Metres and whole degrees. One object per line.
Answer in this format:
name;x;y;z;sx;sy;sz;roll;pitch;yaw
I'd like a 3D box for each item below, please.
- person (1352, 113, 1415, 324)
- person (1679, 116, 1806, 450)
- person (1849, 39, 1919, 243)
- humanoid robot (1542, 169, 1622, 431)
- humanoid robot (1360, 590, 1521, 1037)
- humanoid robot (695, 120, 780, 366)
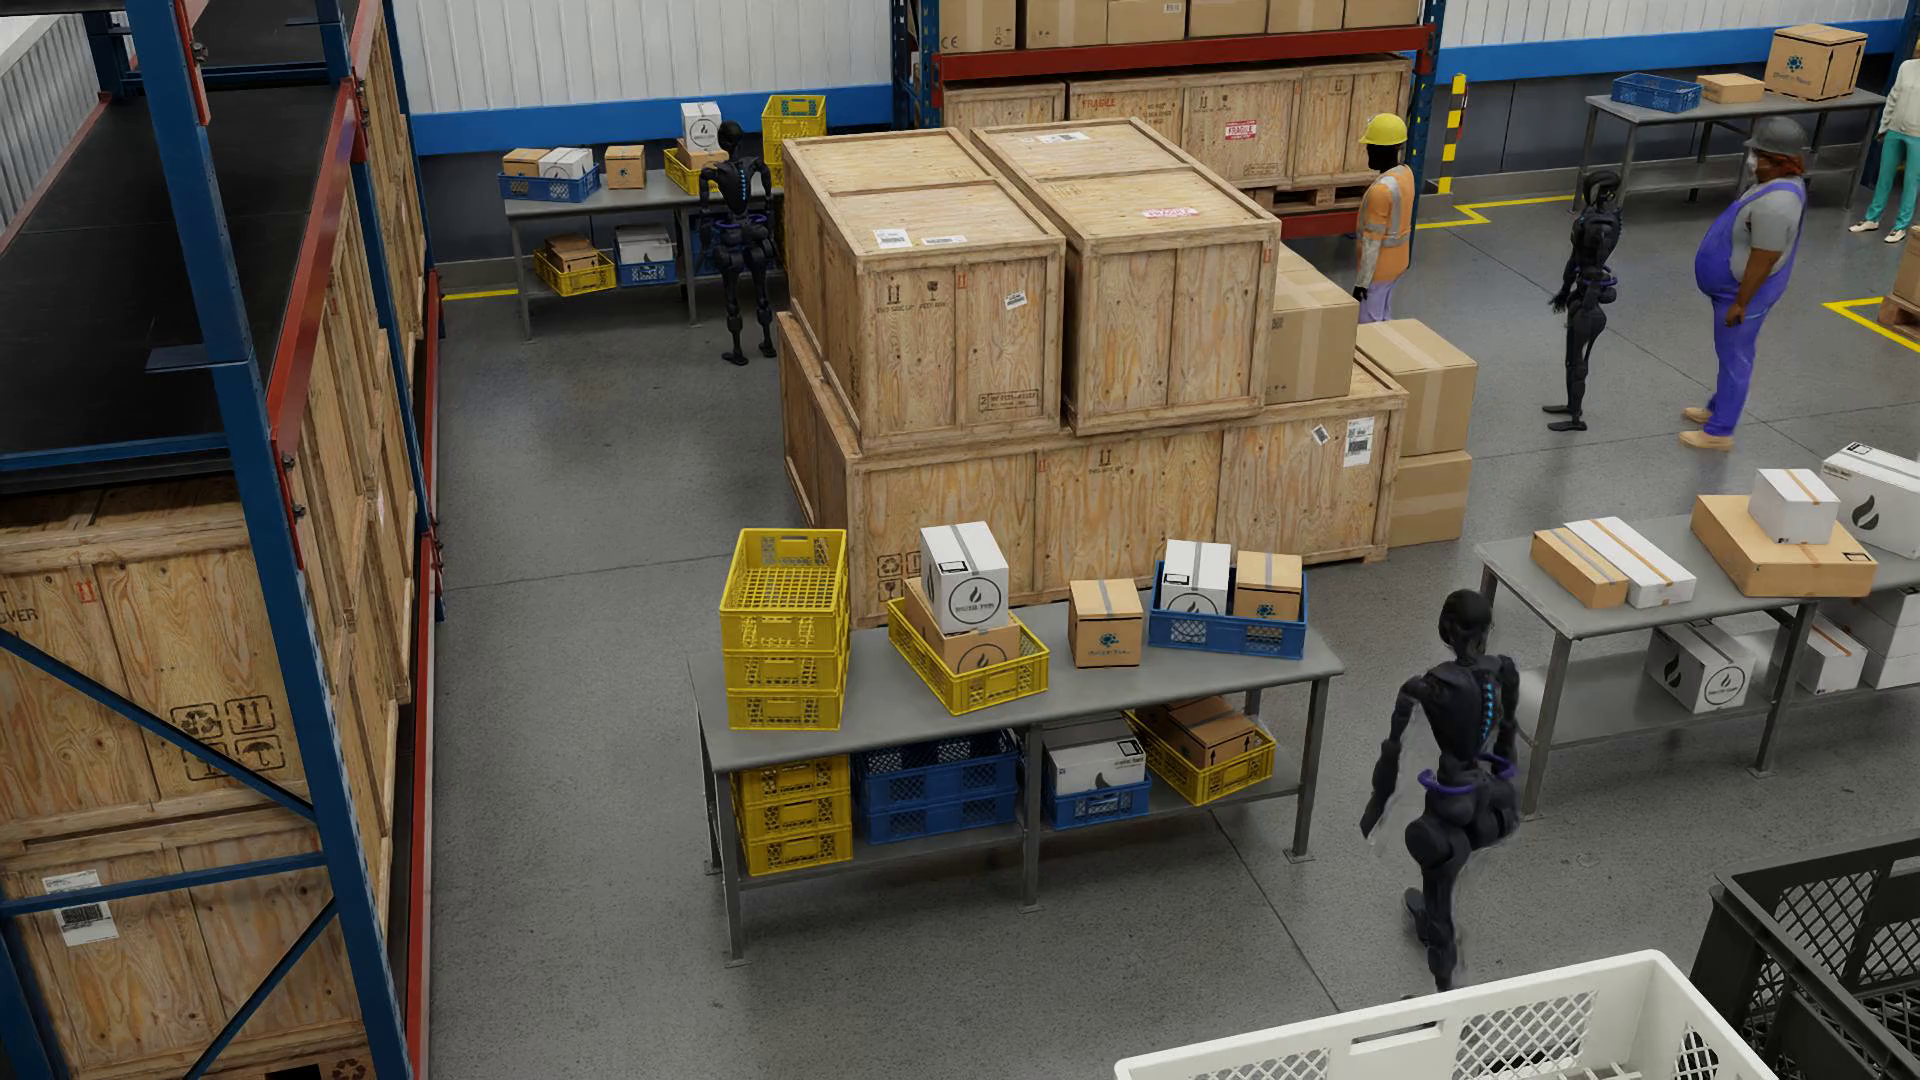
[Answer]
person;2.642;-1.749;10.589;0.399;1.919;0.579;14;32;24
person;4.736;-1.560;10.114;0.536;2.000;0.688;14;32;24
person;7.763;-3.331;13.607;0.302;1.771;0.524;-15;32;-25
humanoid robot;3.889;-1.495;10.370;0.317;1.653;0.579;3;29;5
humanoid robot;1.808;0.944;5.986;0.605;1.604;0.677;-15;32;-26
humanoid robot;-1.509;-2.027;11.321;0.601;1.657;0.328;-17;33;-28
